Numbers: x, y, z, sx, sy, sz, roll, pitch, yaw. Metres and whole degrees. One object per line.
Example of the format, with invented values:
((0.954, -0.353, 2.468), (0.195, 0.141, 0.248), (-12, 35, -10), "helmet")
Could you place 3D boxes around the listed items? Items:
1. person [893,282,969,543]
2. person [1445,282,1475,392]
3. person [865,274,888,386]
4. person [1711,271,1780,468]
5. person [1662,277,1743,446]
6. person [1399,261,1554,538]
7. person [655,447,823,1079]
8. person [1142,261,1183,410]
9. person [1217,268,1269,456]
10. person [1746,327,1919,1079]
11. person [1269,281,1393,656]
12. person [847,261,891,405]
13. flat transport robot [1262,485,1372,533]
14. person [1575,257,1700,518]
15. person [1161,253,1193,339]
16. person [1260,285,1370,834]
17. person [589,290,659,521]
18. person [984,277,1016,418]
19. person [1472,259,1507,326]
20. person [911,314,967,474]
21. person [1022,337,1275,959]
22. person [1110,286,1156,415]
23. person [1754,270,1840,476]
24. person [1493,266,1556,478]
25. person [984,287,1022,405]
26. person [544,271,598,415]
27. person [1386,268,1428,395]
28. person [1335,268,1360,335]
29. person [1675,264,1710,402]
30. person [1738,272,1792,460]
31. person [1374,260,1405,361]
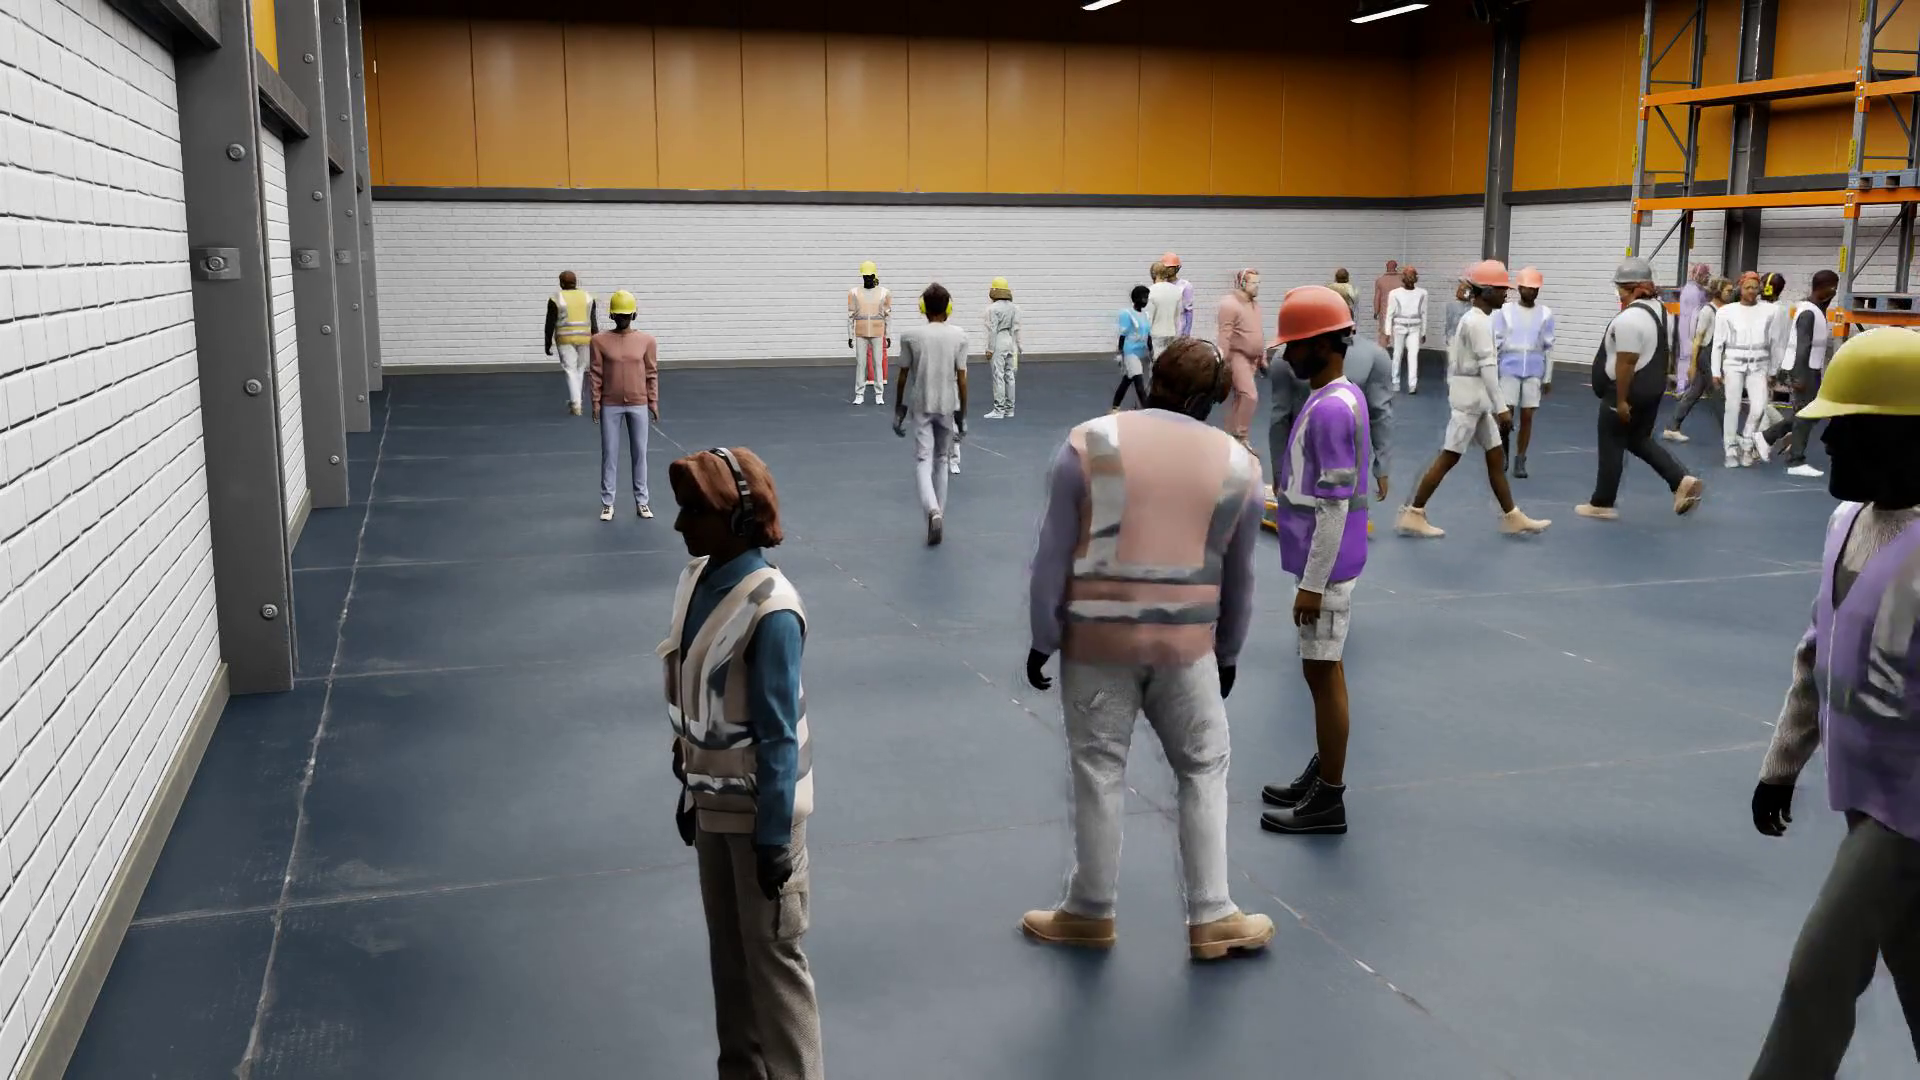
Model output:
((-0.201, -0.912, 11.859), (0.533, 1.839, 0.869), (-1, 10, -7), "person")
((7.344, -2.960, 24.339), (0.497, 1.627, 0.287), (0, 10, 3), "person")
((-1.335, -3.254, 25.629), (0.523, 1.763, 0.329), (-6, 12, -33), "person")
((7.430, -1.603, 15.747), (0.606, 1.867, 0.449), (3, 10, 15), "person")
((8.012, -1.903, 17.758), (1.002, 1.788, 0.518), (8, 13, 40), "person")
((3.673, -0.977, 11.822), (1.070, 1.989, 0.627), (3, 10, 16), "person")
((-0.482, 0.603, 3.683), (0.316, 1.629, 0.507), (-5, 11, -29), "person")
((2.503, -2.522, 20.898), (0.627, 1.934, 0.372), (-7, 12, -36), "person")
((2.909, -1.774, 16.682), (0.620, 1.884, 0.680), (7, 12, 36), "person")
((1.828, 0.513, 3.458), (0.925, 1.881, 0.616), (1, 10, 8), "person")
((1.935, -0.404, 8.725), (0.639, 1.905, 0.966), (2, 10, 11), "person")
((-1.220, -2.781, 22.408), (0.594, 1.925, 0.369), (0, 10, -1), "person")
((2.471, -0.250, 12.551), (0.652, 0.197, 1.431), (-2, 10, -14), "flat transport robot")
((5.184, -1.152, 12.652), (0.688, 2.000, 0.786), (-9, 13, -41), "person")
((2.805, -2.814, 22.269), (0.616, 2.041, 0.379), (8, 12, 38), "person")
((1.248, 0.076, 5.867), (0.368, 1.929, 0.542), (2, 10, 13), "person")
((-2.566, -1.026, 12.744), (0.523, 1.760, 0.327), (-3, 10, -17), "person")
((0.491, -2.382, 20.635), (0.296, 1.744, 0.487), (7, 12, 36), "person")
((8.151, -3.358, 25.712), (0.545, 1.942, 0.349), (-1, 10, -5), "person")
((-0.195, -1.417, 15.376), (0.519, 1.633, 0.311), (0, 10, -3), "person")
((0.535, 0.320, 4.834), (0.719, 1.805, 0.431), (-2, 10, -10), "person")
((2.148, -2.223, 19.971), (0.901, 1.638, 0.541), (8, 12, 38), "person")
((7.758, -1.551, 15.398), (0.569, 1.888, 0.663), (6, 12, 32), "person")
((5.102, -1.518, 15.111), (0.574, 1.924, 0.416), (1, 10, 7), "person")
((0.582, -2.586, 22.156), (0.534, 1.616, 0.474), (-2, 10, -11), "person")
((-4.999, -2.514, 21.210), (0.660, 1.805, 0.886), (-7, 12, -37), "person")
((6.516, -3.058, 24.306), (0.602, 1.834, 1.008), (1, 10, 5), "person")
((6.030, -3.427, 26.527), (0.633, 1.812, 0.907), (3, 10, 16), "person")
((10.097, -2.831, 22.880), (0.395, 1.873, 0.722), (3, 10, 16), "person")
((7.966, -1.691, 16.325), (0.459, 1.857, 0.508), (9, 14, 43), "person")
((8.114, -4.307, 31.325), (0.638, 1.902, 0.406), (2, 10, 9), "person")
